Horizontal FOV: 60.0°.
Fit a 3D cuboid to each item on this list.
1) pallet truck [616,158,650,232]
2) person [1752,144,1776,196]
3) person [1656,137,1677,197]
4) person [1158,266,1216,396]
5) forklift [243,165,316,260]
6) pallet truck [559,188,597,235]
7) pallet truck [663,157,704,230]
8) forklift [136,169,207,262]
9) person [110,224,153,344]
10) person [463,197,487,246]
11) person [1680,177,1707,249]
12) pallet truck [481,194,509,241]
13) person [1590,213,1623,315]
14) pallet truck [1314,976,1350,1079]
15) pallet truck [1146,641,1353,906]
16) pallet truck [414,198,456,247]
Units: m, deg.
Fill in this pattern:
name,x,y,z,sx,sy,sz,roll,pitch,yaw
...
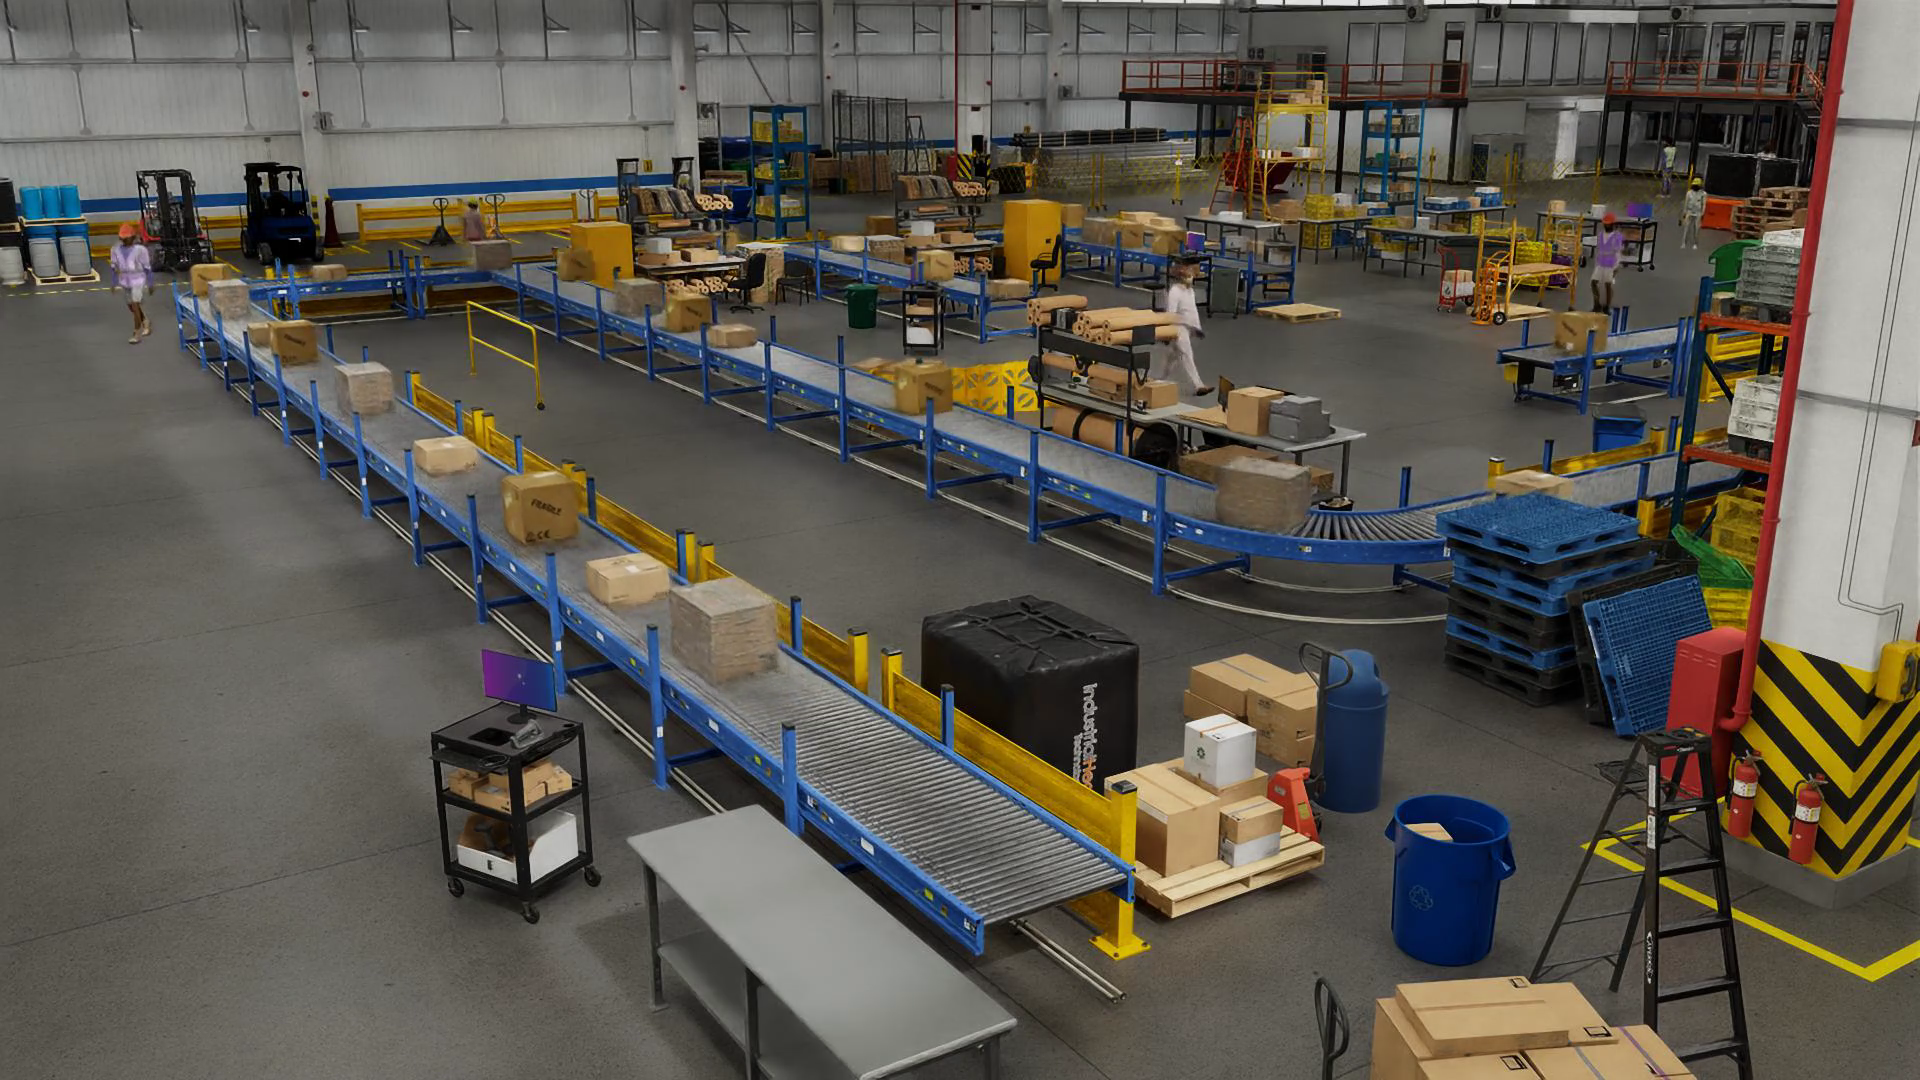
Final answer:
name,x,y,z,sx,sy,sz,roll,pitch,yaw
pallet truck,-8.918,-9.176,44.255,0.823,1.965,1.885,-9,19,-27
person,25.433,-11.610,52.646,0.579,1.839,0.974,12,20,34
person,23.138,-12.183,54.395,0.589,1.920,0.392,-10,19,-29
person,3.270,-3.011,23.986,0.999,1.855,0.648,8,19,25
forklift,-15.898,-7.669,38.708,1.157,1.987,2.680,-11,20,-33
pallet truck,-10.010,-8.652,43.699,0.653,1.274,1.630,-10,20,-31
pallet truck,-7.586,-9.308,44.692,0.823,1.965,1.885,-11,20,-33
forklift,-17.842,-7.318,37.559,1.157,1.987,2.680,-10,20,-31
person,-14.077,-4.403,28.369,0.617,2.008,0.956,-1,17,-3
person,-10.462,-6.516,35.881,0.538,1.721,0.931,9,19,27
person,18.048,-8.037,40.910,0.489,1.737,0.330,12,20,34
pallet truck,-11.983,-8.177,42.137,0.704,1.261,1.522,-11,20,-33
person,11.957,-5.090,30.803,0.527,1.919,0.556,-14,22,-38
pallet truck,2.299,2.390,7.086,1.601,1.201,0.680,-2,17,-7
pallet truck,1.664,1.407,10.232,1.630,1.274,0.653,-10,20,-31
pallet truck,-13.250,-8.060,41.856,0.680,1.201,1.601,-10,20,-31
